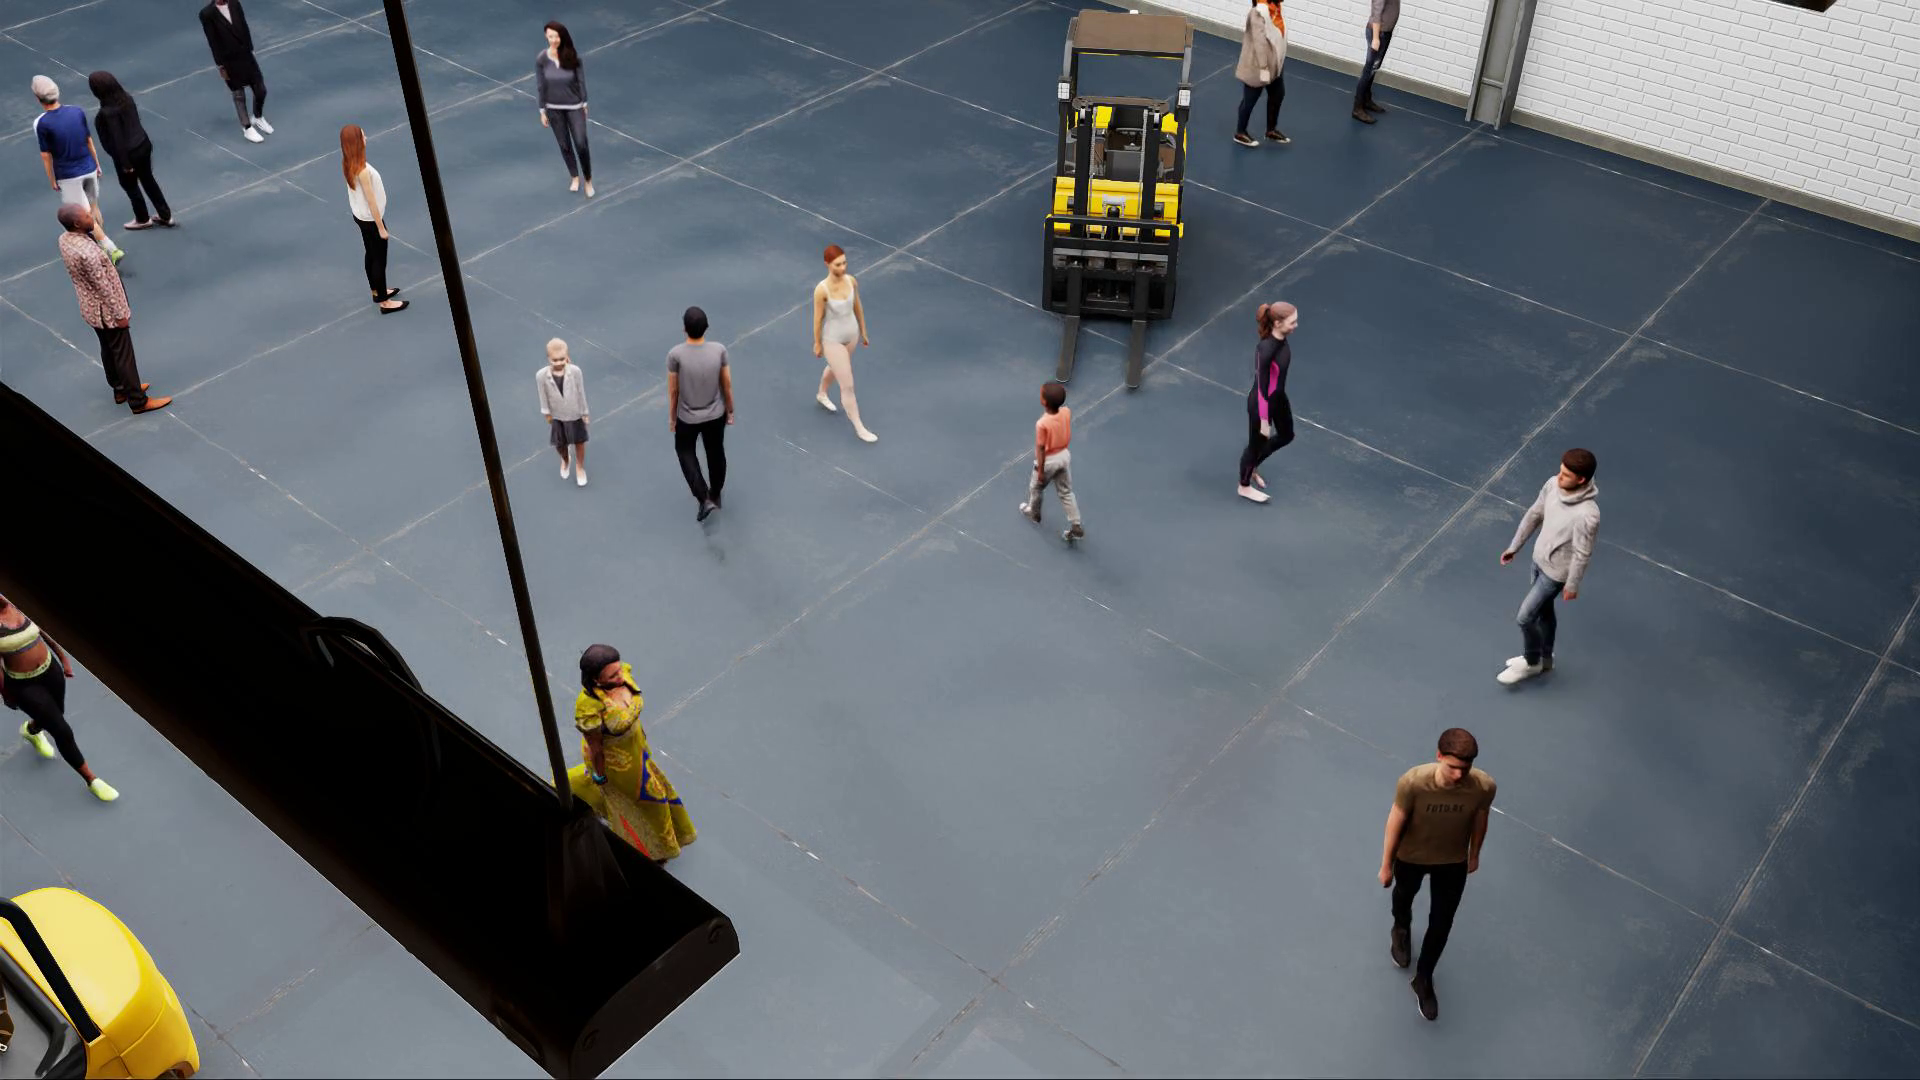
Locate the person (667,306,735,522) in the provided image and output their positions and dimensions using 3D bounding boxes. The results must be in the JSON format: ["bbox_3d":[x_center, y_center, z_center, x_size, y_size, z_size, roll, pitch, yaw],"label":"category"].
[{"bbox_3d":[-1.879,-0.883,12.153,0.840,1.743,0.942,-14,41,-17],"label":"person"}]

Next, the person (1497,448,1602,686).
[{"bbox_3d":[3.931,0.162,10.772,0.895,1.834,0.831,-4,39,-6],"label":"person"}]

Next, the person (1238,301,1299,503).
[{"bbox_3d":[2.198,-1.030,12.345,0.643,1.733,0.625,21,43,24],"label":"person"}]

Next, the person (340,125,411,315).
[{"bbox_3d":[-5.193,-2.816,14.593,0.676,1.719,0.533,-23,44,-26],"label":"person"}]

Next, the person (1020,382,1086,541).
[{"bbox_3d":[0.727,-0.559,12.102,0.660,1.301,0.935,-21,43,-24],"label":"person"}]

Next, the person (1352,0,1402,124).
[{"bbox_3d":[4.475,-5.442,17.734,0.639,1.903,0.747,18,42,21],"label":"person"}]

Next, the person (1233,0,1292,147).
[{"bbox_3d":[3.048,-4.984,17.182,0.782,1.876,0.699,26,45,29],"label":"person"}]

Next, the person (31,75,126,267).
[{"bbox_3d":[-8.005,-3.322,15.148,1.066,1.816,0.721,22,44,25],"label":"person"}]

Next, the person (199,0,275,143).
[{"bbox_3d":[-7.610,-5.020,17.328,0.610,1.751,0.633,28,46,30],"label":"person"}]

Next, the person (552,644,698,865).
[{"bbox_3d":[-2.059,1.210,9.615,1.297,1.639,1.106,8,39,10],"label":"person"}]

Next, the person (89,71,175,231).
[{"bbox_3d":[-7.814,-3.676,15.769,0.910,1.594,0.856,1,39,1],"label":"person"}]

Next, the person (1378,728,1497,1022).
[{"bbox_3d":[2.523,1.624,8.942,1.012,1.833,1.023,5,39,7],"label":"person"}]

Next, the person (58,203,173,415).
[{"bbox_3d":[-6.868,-1.862,13.328,0.519,1.808,0.758,30,47,32],"label":"person"}]

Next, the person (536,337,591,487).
[{"bbox_3d":[-3.000,-1.008,12.691,0.622,1.267,0.679,-6,39,-8],"label":"person"}]

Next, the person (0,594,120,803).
[{"bbox_3d":[-5.638,0.817,10.042,1.135,1.722,0.710,19,42,22],"label":"person"}]

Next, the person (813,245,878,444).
[{"bbox_3d":[-1.003,-1.609,13.178,0.638,1.598,1.065,-30,47,-32],"label":"person"}]

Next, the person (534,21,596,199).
[{"bbox_3d":[-3.898,-4.286,16.407,0.774,1.752,0.833,-4,39,-4],"label":"person"}]
